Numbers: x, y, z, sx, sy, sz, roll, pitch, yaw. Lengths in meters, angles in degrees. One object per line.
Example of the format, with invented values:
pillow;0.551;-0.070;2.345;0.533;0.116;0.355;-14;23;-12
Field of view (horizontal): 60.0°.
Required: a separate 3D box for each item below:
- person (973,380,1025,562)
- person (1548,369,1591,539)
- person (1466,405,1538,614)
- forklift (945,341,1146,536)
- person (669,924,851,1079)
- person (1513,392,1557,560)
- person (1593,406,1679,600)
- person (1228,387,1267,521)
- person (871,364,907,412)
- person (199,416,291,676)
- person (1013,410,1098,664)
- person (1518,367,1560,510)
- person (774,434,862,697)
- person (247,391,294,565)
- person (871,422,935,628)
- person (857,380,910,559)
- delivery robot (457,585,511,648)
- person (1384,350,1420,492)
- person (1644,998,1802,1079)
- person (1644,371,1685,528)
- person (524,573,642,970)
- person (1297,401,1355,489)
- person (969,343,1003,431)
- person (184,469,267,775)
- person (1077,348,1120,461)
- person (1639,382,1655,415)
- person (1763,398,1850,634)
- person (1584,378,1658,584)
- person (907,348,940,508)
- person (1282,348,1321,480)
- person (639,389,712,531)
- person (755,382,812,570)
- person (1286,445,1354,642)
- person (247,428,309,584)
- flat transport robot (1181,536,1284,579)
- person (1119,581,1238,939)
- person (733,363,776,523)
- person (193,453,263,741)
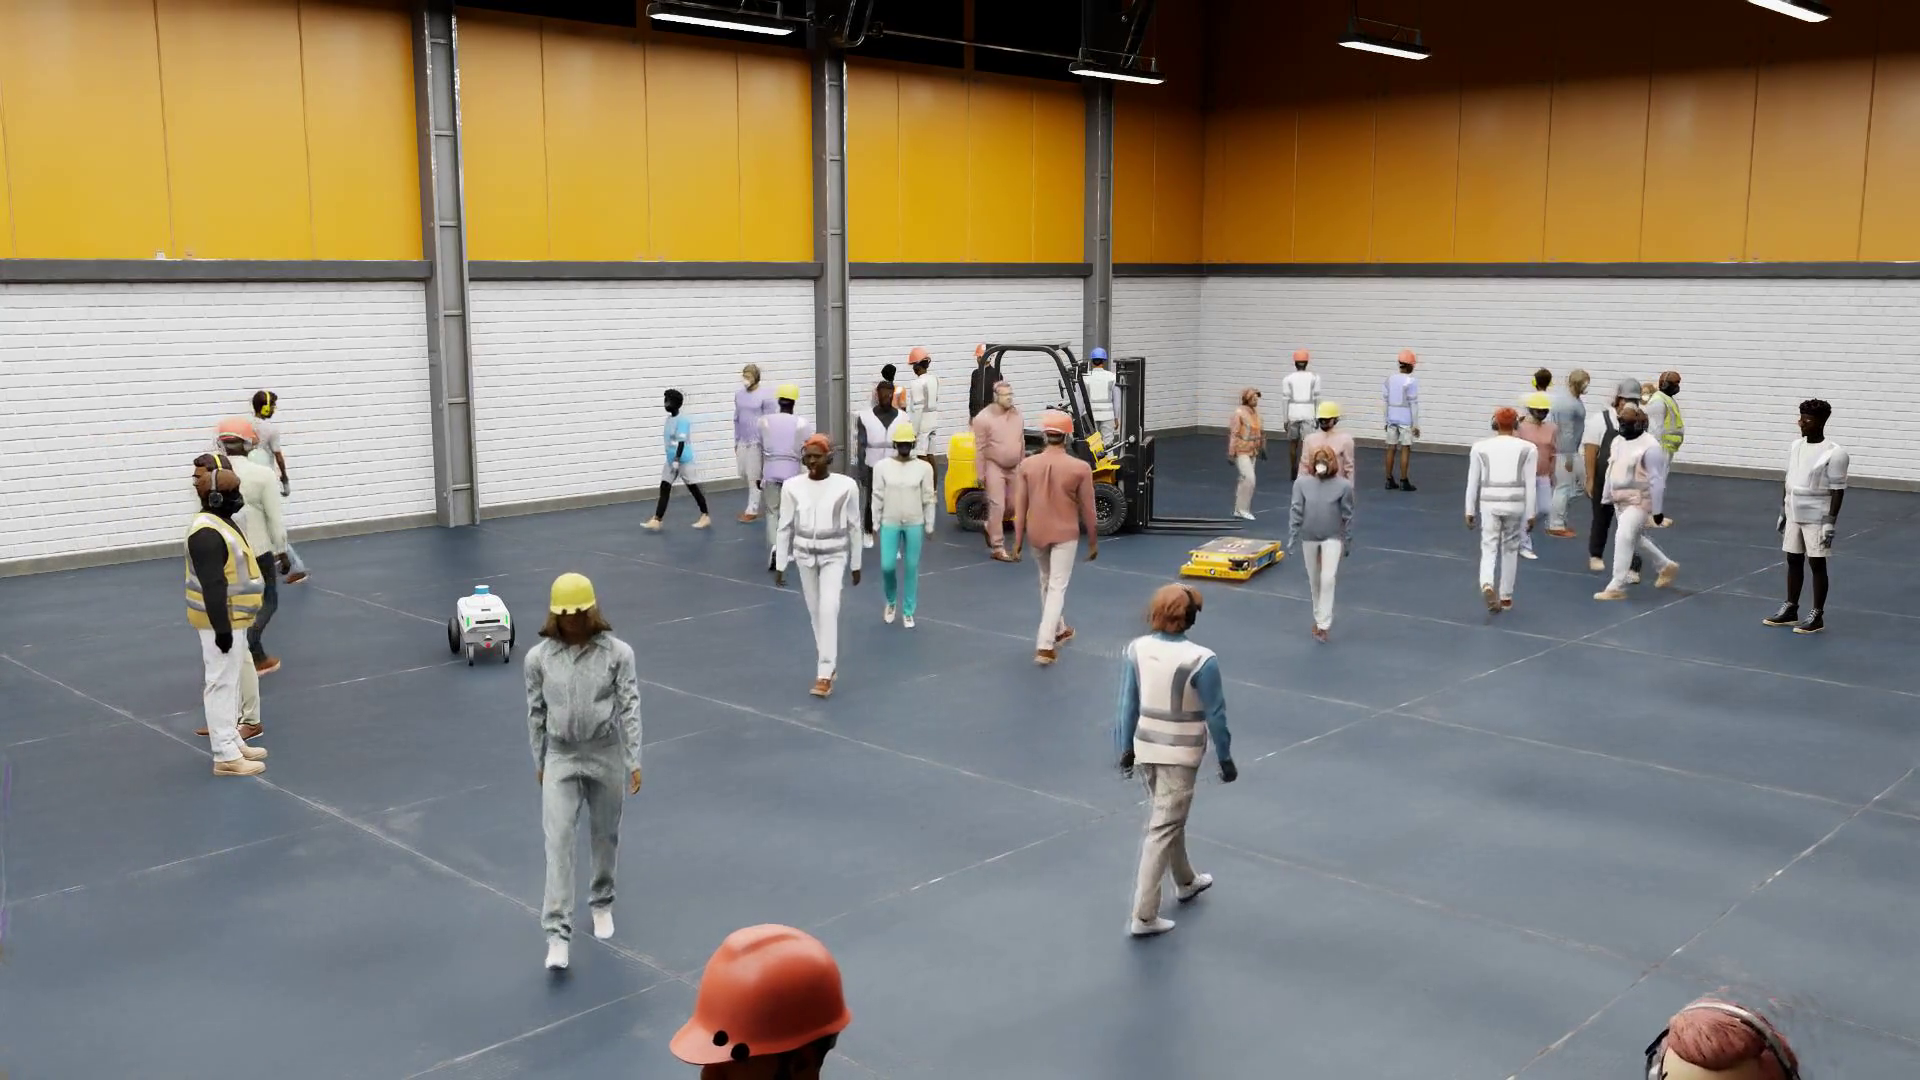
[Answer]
person;0.395;-0.734;17.413;0.649;1.891;0.615;-7;11;-36
person;6.873;-0.960;18.684;0.459;1.918;0.661;4;10;25
person;4.739;-0.251;14.588;0.580;1.857;0.816;3;10;18
forklift;0.977;-1.223;19.452;2.313;2.155;1.214;2;9;11
person;-0.310;1.602;2.922;0.361;1.938;0.545;-8;12;-41
person;6.008;-0.685;17.513;0.535;1.757;0.497;-2;10;-13
person;6.287;-0.341;15.292;0.866;1.805;0.639;-2;9;-10
person;3.466;-1.029;20.004;0.488;1.610;0.615;9;13;44
person;-1.001;-1.642;23.565;0.532;1.694;0.320;3;10;18
person;-5.261;0.083;12.156;0.626;1.971;0.704;1;9;7
person;0.750;-0.038;12.985;0.646;1.941;1.042;4;10;25
person;6.945;-1.148;20.017;0.532;1.860;0.560;1;9;9
person;-1.041;0.185;11.855;0.596;1.846;0.867;2;9;12
person;-6.975;-0.584;16.667;0.549;1.818;0.939;3;10;18
person;-0.476;-0.125;14.037;0.544;1.754;0.364;-1;9;-5
person;-0.824;-0.787;17.765;0.584;1.880;0.979;-2;10;-13
delivery robot;-3.727;0.600;13.003;0.477;0.478;0.707;-4;10;-21
person;6.051;-1.625;22.764;0.396;1.923;0.569;-7;11;-35
person;1.187;1.654;2.725;0.435;1.891;0.664;-9;13;-44
person;8.292;-1.070;19.601;0.429;1.840;0.630;6;11;33
person;-1.644;1.001;7.292;0.497;1.722;0.739;-2;9;-12
person;3.534;-0.480;16.255;0.541;1.738;0.687;7;12;38
person;0.345;-1.767;23.399;0.381;1.995;0.611;-9;13;-44
person;-4.421;0.487;10.046;0.430;1.845;0.619;-3;10;-17
person;1.935;-1.708;23.212;0.602;1.938;0.401;0;9;3
person;8.745;-1.219;21.206;0.529;1.608;0.720;5;10;27
person;7.088;-0.204;13.899;0.366;1.967;0.602;-3;10;-16
person;6.481;-0.644;16.373;0.687;2.000;1.023;2;9;12
person;-0.491;-1.423;21.170;0.392;2.035;0.605;4;10;23
person;4.838;-1.762;23.607;0.545;1.920;0.780;2;9;12
person;-3.274;-0.916;19.254;0.876;1.649;0.538;-7;11;-35
person;-1.803;-0.657;16.920;0.596;1.892;0.902;0;9;-1
person;2.923;0.032;13.571;0.500;1.597;0.817;5;10;26
person;-6.656;-0.332;15.837;0.795;1.589;0.502;-7;11;-35
flat transport robot;2.773;0.165;16.822;0.652;0.197;1.431;5;10;26
person;1.046;0.992;7.679;0.794;1.607;0.520;-7;12;-38
person;-2.428;-1.182;20.056;0.642;1.917;0.694;7;12;39
person;-4.722;0.371;10.666;0.519;1.874;0.331;9;13;42
